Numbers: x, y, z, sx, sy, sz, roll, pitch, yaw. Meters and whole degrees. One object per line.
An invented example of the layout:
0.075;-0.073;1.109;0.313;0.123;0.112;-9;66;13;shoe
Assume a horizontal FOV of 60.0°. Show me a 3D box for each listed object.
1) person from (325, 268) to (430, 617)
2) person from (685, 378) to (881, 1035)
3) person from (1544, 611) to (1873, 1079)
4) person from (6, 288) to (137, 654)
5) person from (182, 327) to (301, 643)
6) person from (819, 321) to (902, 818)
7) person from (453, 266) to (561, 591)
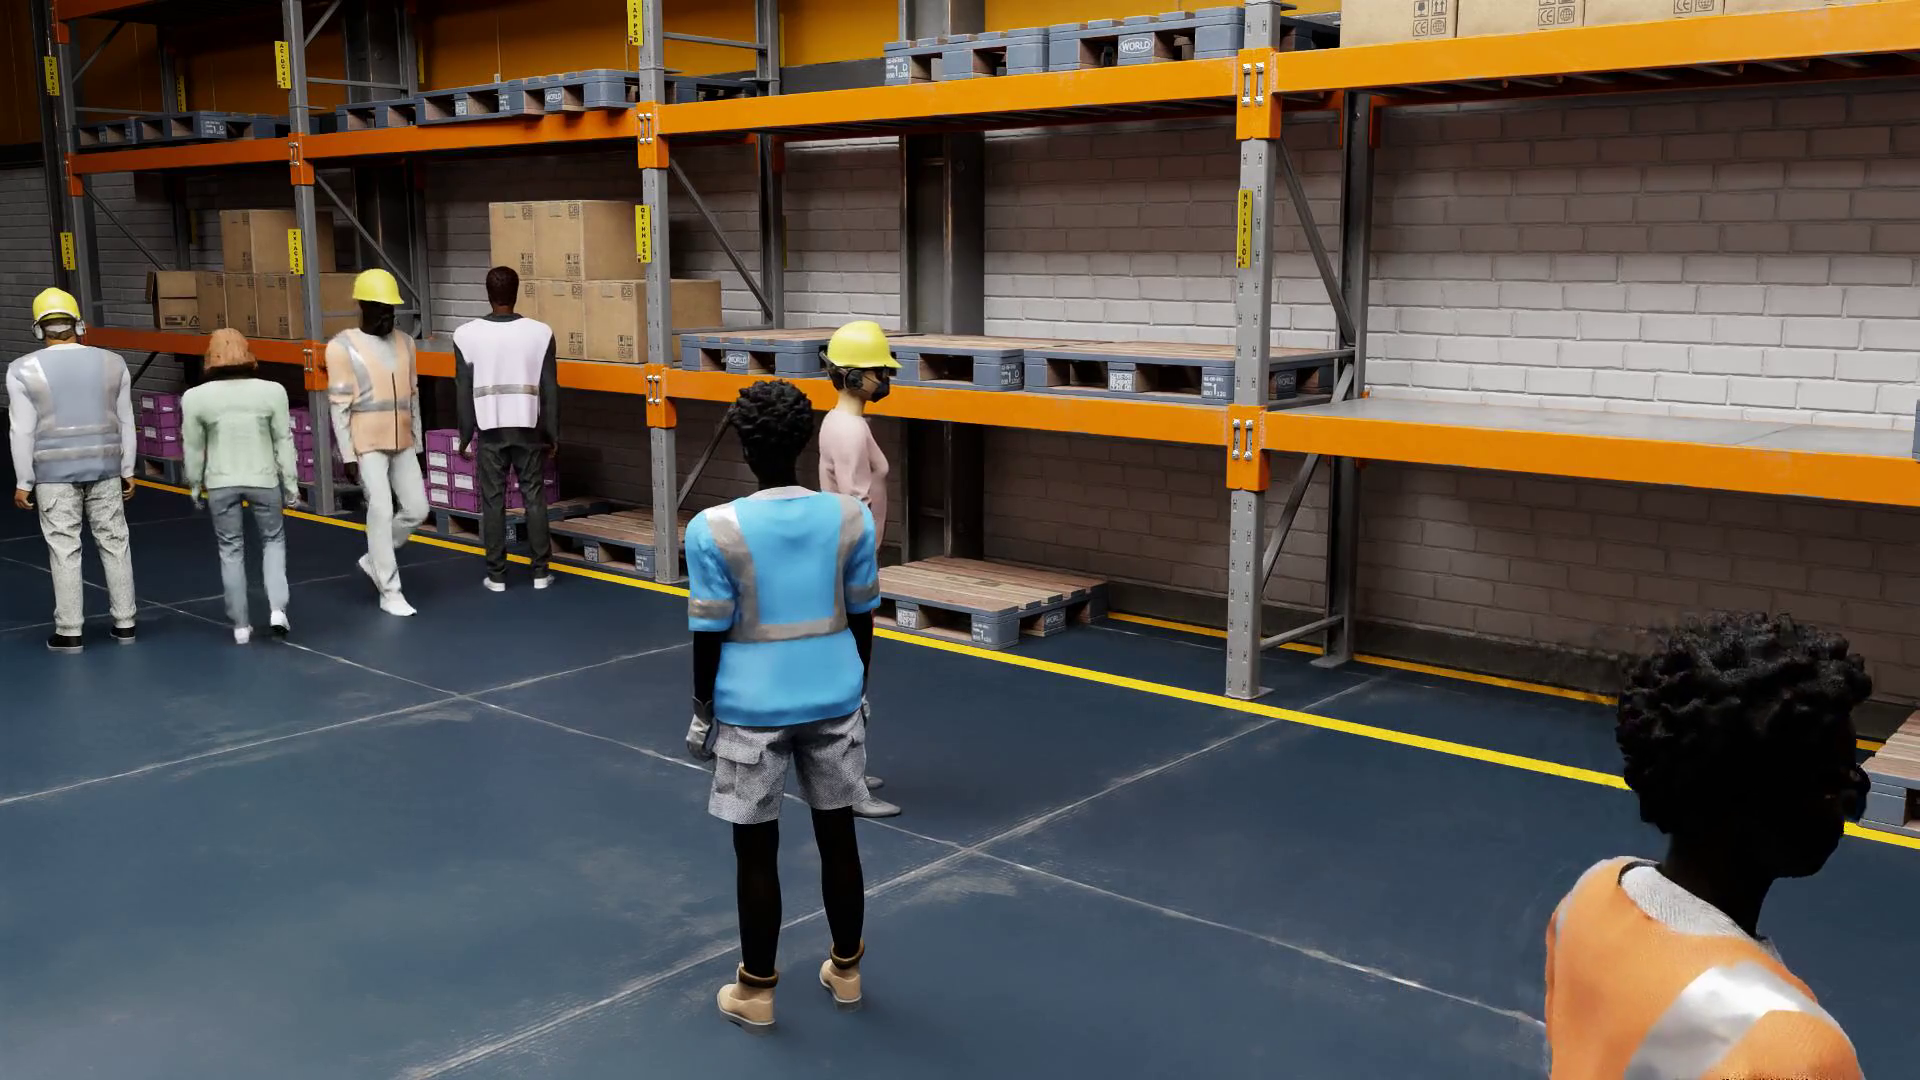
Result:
-3.208;-0.540;9.213;0.506;1.912;0.610;6;12;31;person
-0.455;0.433;4.304;0.533;1.692;0.319;-5;11;-27;person
0.665;0.894;1.747;0.687;1.675;0.536;1;10;5;person
-4.445;-0.343;8.354;0.403;1.823;0.586;10;14;43;person
-3.662;-0.272;8.492;0.538;1.621;0.343;-4;11;-23;person
-0.372;0.102;5.983;0.331;1.768;0.527;-2;10;-10;person
-2.662;-0.650;9.835;0.596;1.915;0.373;-3;10;-18;person
